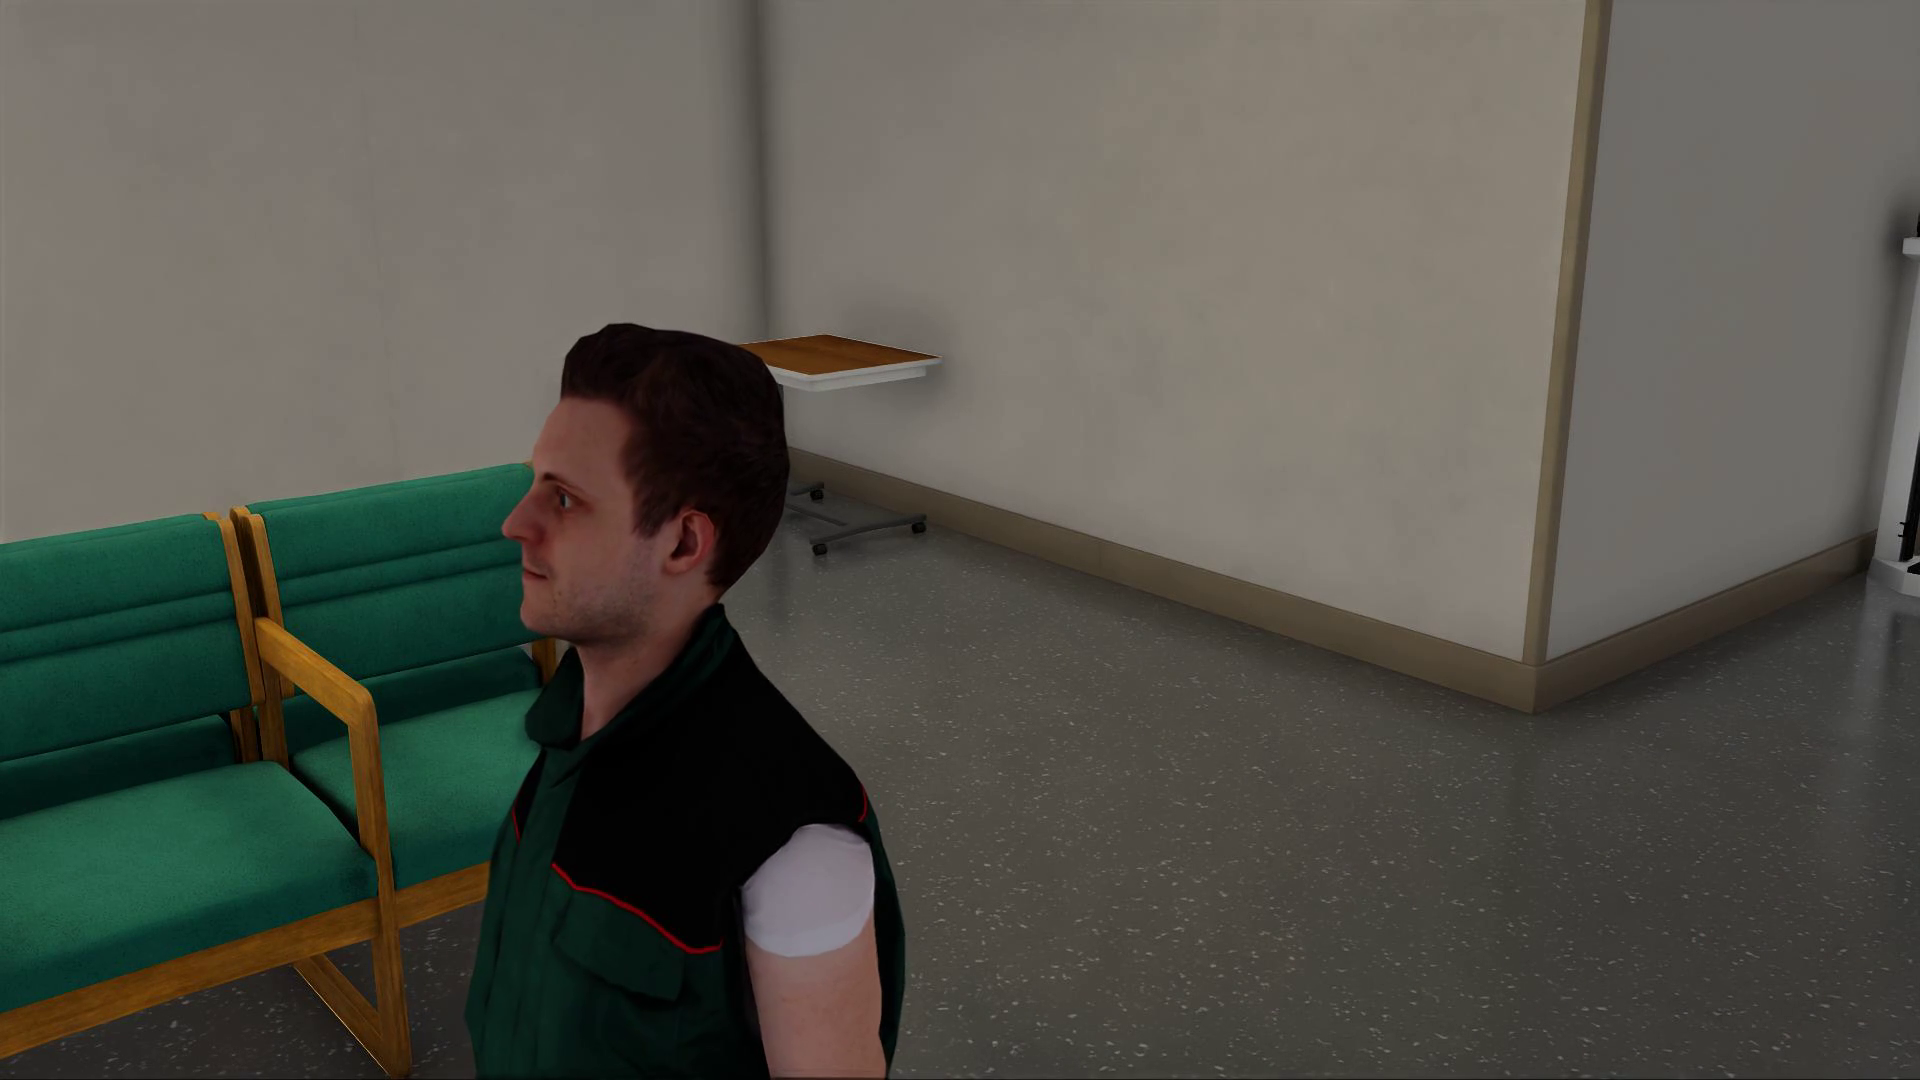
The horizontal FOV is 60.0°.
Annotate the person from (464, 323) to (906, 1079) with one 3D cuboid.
[{"bbox_3d":[-0.272,0.704,1.597,0.720,1.843,0.554,-10,19,-32],"label":"person"}]
